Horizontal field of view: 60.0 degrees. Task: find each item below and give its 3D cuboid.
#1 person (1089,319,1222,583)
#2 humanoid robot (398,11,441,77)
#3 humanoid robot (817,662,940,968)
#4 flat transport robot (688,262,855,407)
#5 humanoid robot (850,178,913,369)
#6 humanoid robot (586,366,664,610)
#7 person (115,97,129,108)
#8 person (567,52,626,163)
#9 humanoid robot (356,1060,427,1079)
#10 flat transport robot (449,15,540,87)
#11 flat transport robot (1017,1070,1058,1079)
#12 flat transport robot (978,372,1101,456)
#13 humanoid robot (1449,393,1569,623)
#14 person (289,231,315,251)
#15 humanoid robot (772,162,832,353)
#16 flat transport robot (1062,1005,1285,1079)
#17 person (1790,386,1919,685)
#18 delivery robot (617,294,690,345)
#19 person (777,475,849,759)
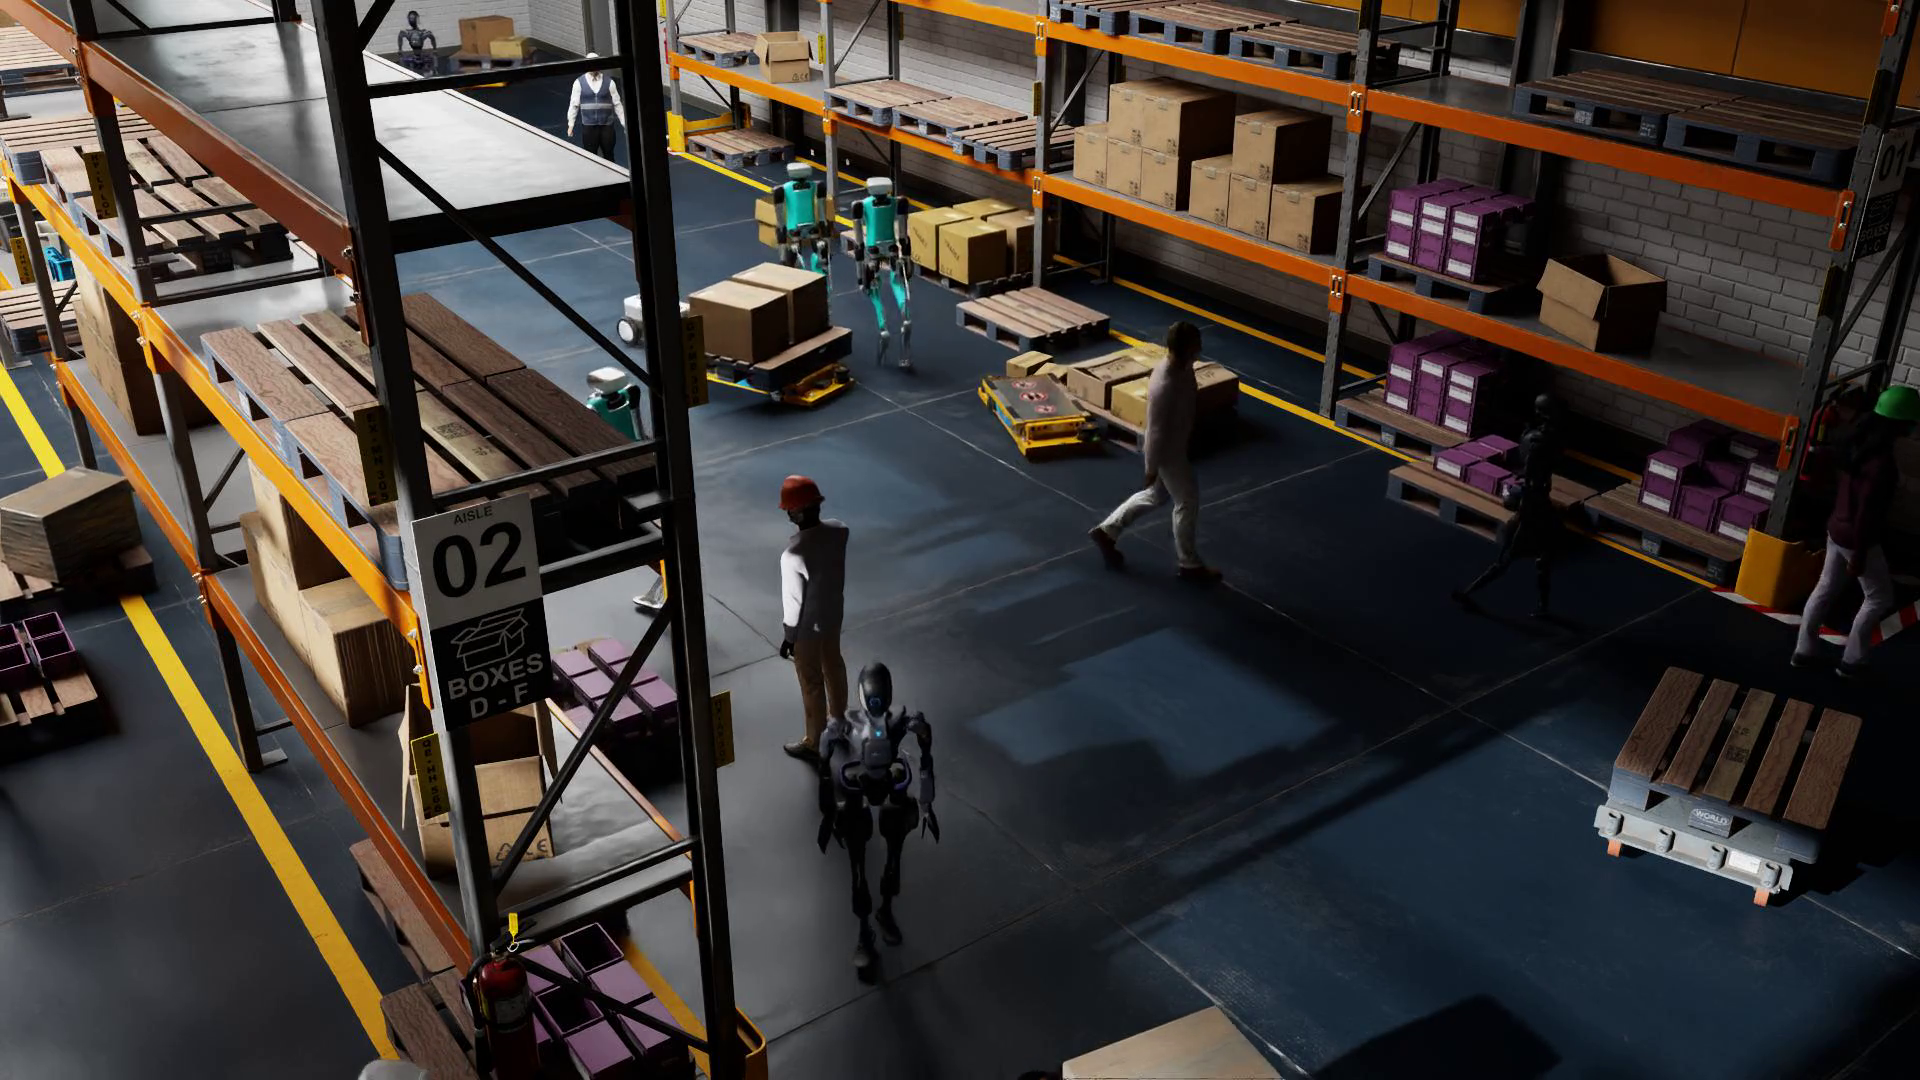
[{"bbox_3d":[1.366,-0.621,11.414,0.915,1.906,0.630,7,28,14],"label":"person"},{"bbox_3d":[-7.750,-6.764,23.883,0.593,1.647,0.416,-4,27,-8],"label":"humanoid robot"},{"bbox_3d":[-0.392,1.267,7.909,0.589,1.641,0.446,-5,27,-10],"label":"humanoid robot"},{"bbox_3d":[-1.717,-1.511,14.993,1.431,0.231,0.659,16,31,29],"label":"flat transport robot"},{"bbox_3d":[-0.636,-2.306,14.960,0.544,1.794,0.763,-9,28,-16],"label":"humanoid robot"},{"bbox_3d":[-1.961,-0.196,10.799,0.892,1.834,0.559,15,30,27],"label":"humanoid robot"},{"bbox_3d":[-10.659,-5.396,20.813,0.609,1.985,0.388,5,27,9],"label":"person"},{"bbox_3d":[-4.466,-5.104,20.480,0.749,1.759,0.424,-9,28,-17],"label":"person"},{"bbox_3d":[-1.529,2.451,5.548,0.773,1.846,0.567,-2,27,-3],"label":"humanoid robot"},{"bbox_3d":[-7.593,-7.644,27.192,0.659,0.231,1.431,1,27,2],"label":"flat transport robot"},{"bbox_3d":[-0.029,2.677,6.663,1.431,0.231,0.659,-18,32,-32],"label":"flat transport robot"},{"bbox_3d":[0.658,-1.094,14.164,0.659,0.231,1.431,-7,28,-14],"label":"flat transport robot"},{"bbox_3d":[3.706,-0.212,10.897,0.767,1.634,0.612,16,31,29],"label":"humanoid robot"},{"bbox_3d":[-5.838,-2.191,14.706,0.343,1.743,0.554,20,33,34],"label":"person"},{"bbox_3d":[-1.360,-2.531,15.468,0.530,1.820,0.910,-11,29,-20],"label":"humanoid robot"},{"bbox_3d":[0.809,2.901,6.217,1.431,0.231,0.659,-13,29,-24],"label":"flat transport robot"},{"bbox_3d":[5.614,-0.024,10.178,0.676,1.932,0.511,5,27,10],"label":"person"},{"bbox_3d":[-2.879,-2.128,15.887,0.762,0.582,0.499,19,33,33],"label":"delivery robot"},{"bbox_3d":[-0.853,0.437,9.475,0.336,1.742,0.562,14,30,26],"label":"person"}]
